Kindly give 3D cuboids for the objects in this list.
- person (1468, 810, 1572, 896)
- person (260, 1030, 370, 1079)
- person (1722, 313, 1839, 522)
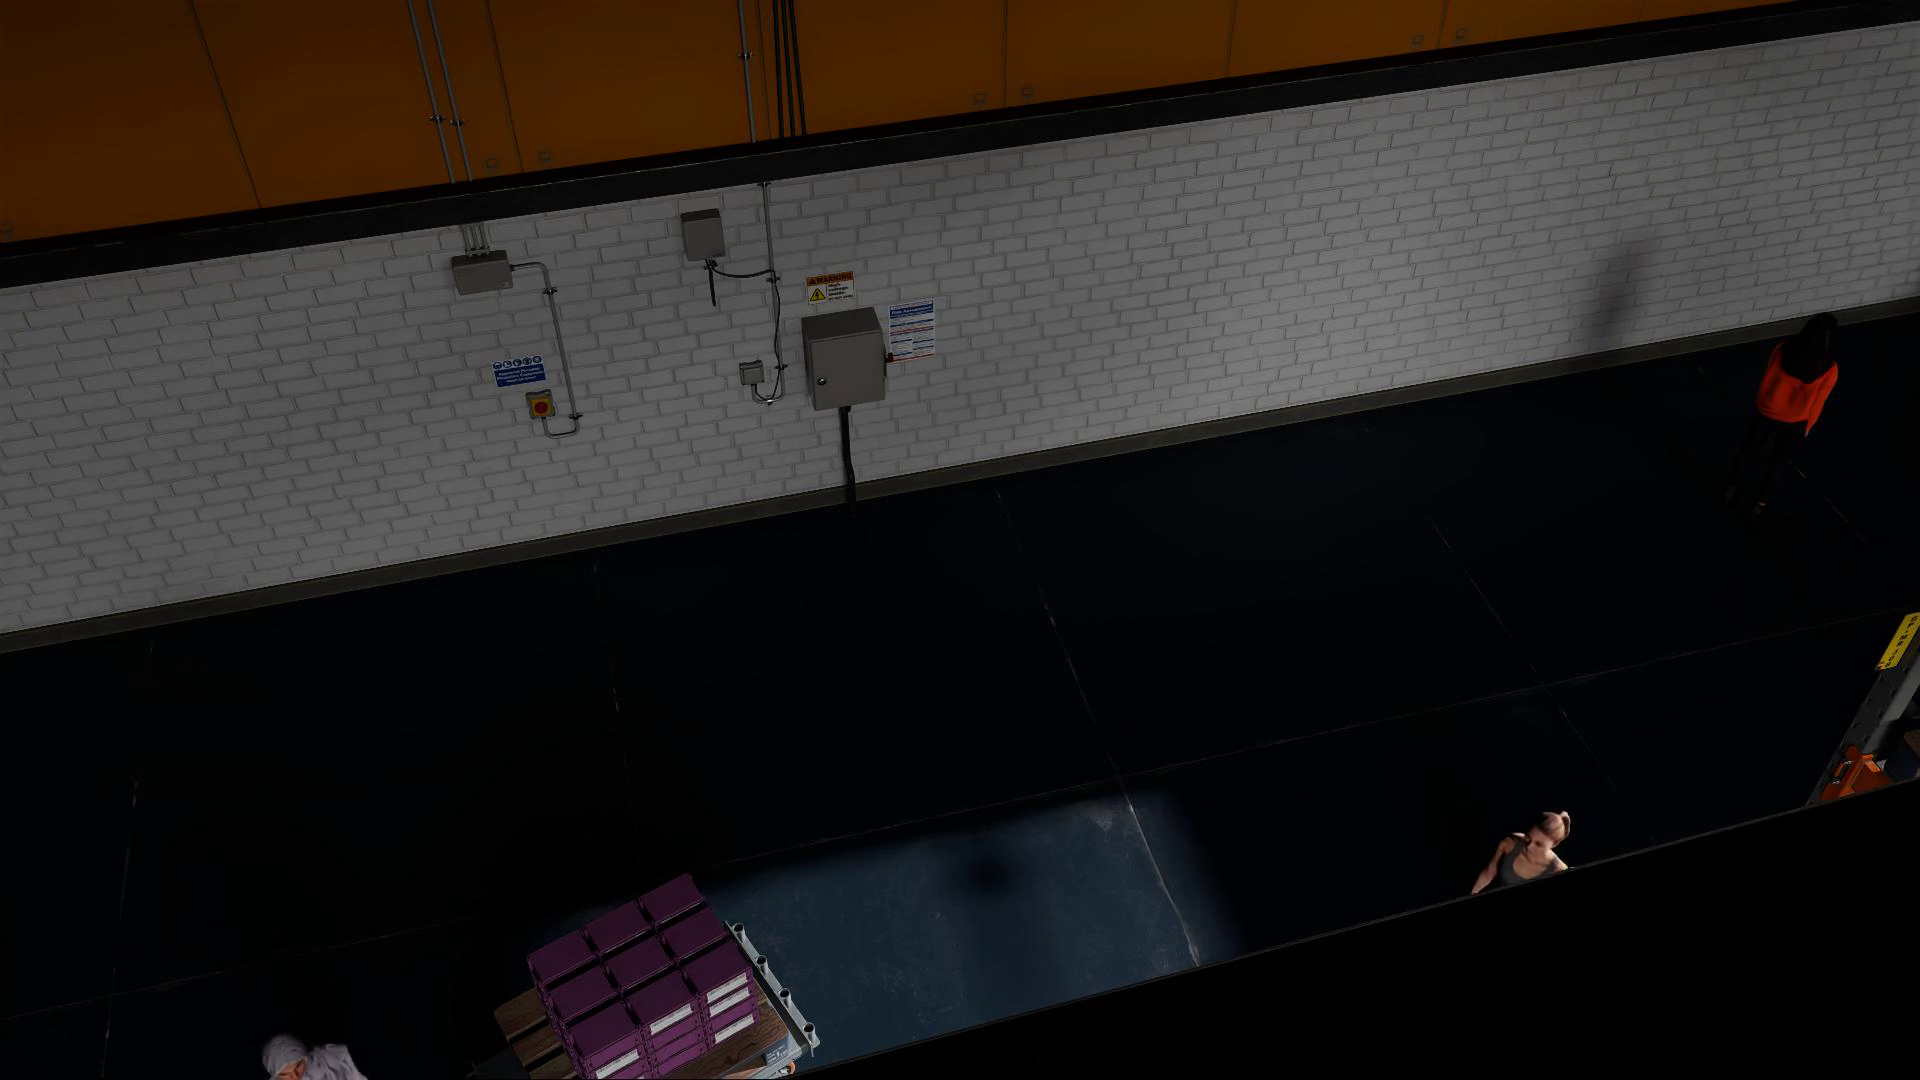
[{"bbox_3d":[2.966,1.956,8.827,0.972,1.664,1.149,-30,51,-28],"label":"person"},{"bbox_3d":[-3.005,2.755,7.917,0.854,1.762,1.031,-30,51,-28],"label":"person"},{"bbox_3d":[5.798,-0.875,11.737,0.655,1.748,0.762,34,53,31],"label":"person"}]
